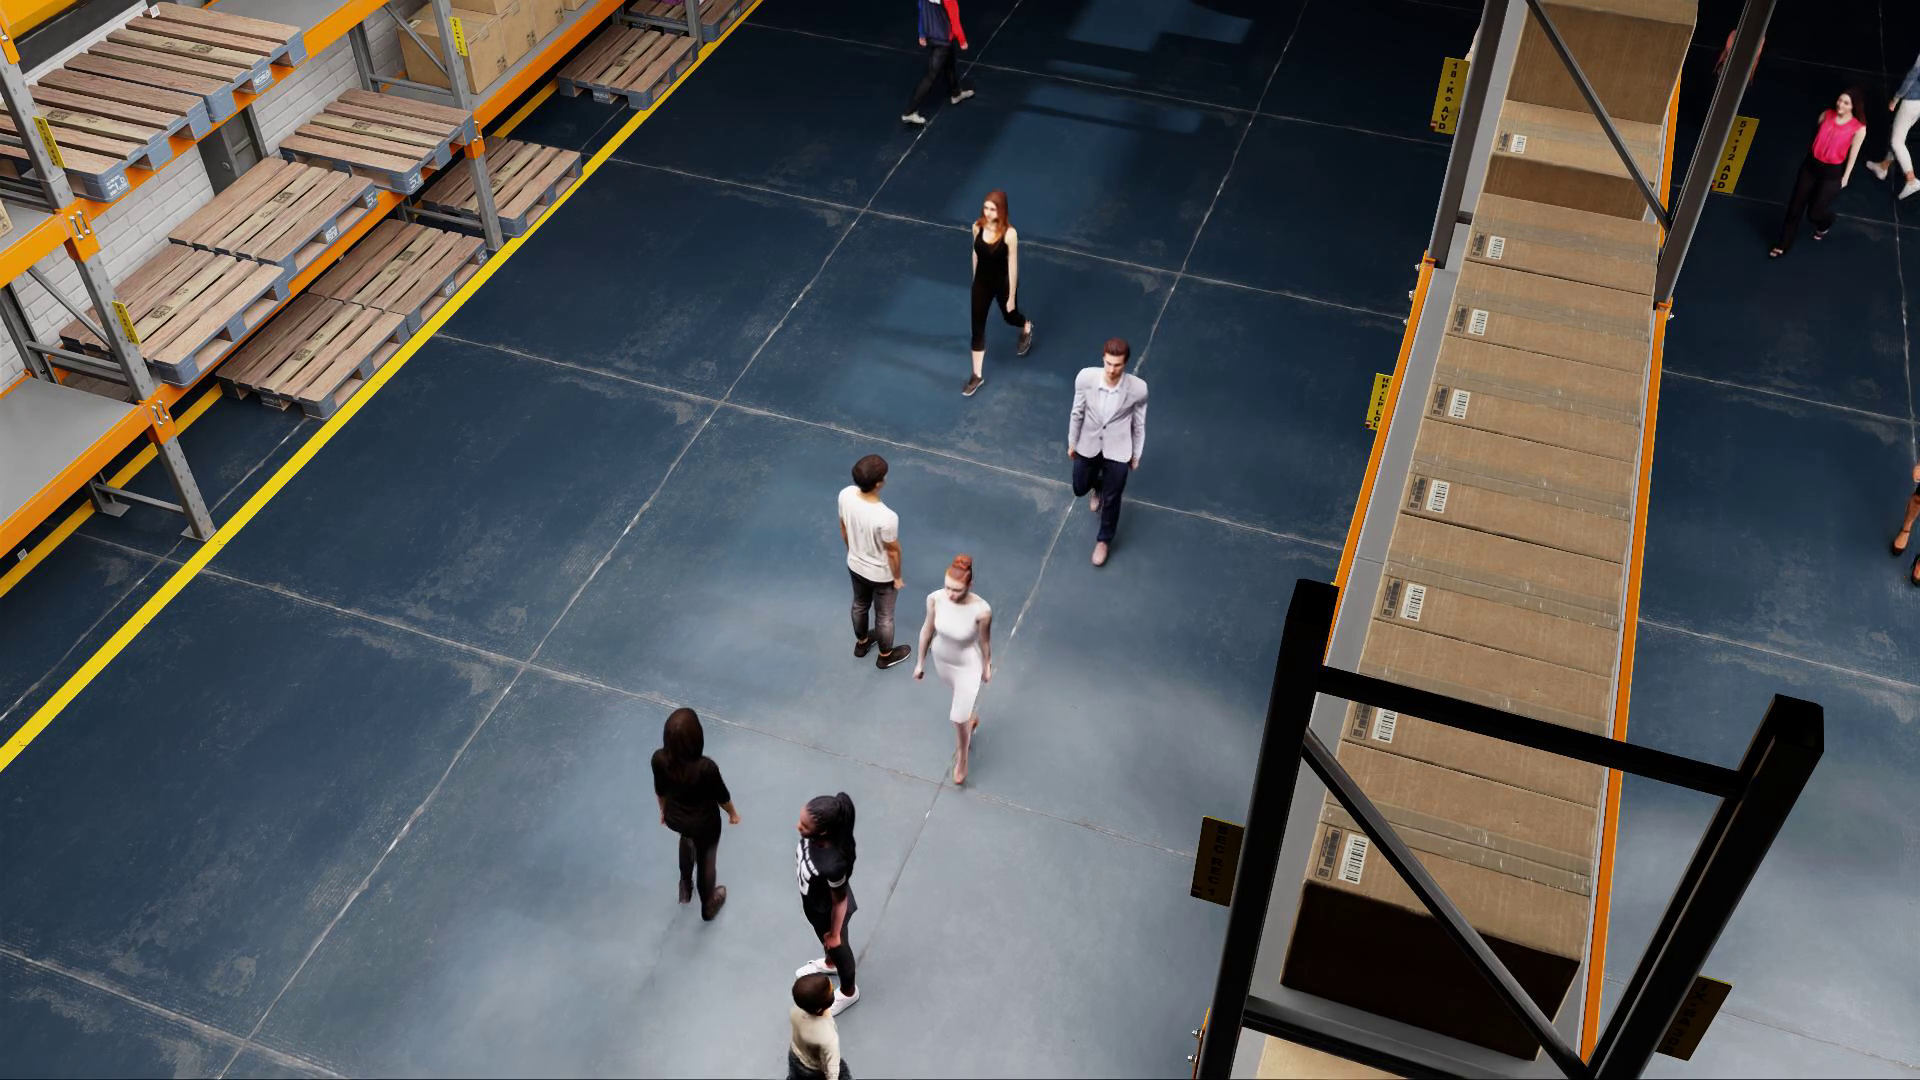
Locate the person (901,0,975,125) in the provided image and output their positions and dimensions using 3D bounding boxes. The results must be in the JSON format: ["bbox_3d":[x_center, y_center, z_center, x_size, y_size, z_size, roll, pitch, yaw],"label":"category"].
[{"bbox_3d":[-0.269,-4.811,15.956,1.245,1.717,1.097,-24,49,-23],"label":"person"}]

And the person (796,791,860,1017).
[{"bbox_3d":[-0.713,1.930,8.872,0.774,1.729,0.712,-17,46,-17],"label":"person"}]

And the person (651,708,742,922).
[{"bbox_3d":[-1.516,1.610,9.278,0.572,1.631,0.538,14,45,15],"label":"person"}]

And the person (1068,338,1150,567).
[{"bbox_3d":[1.027,-0.700,11.551,0.670,1.841,0.883,14,45,14],"label":"person"}]

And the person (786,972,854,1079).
[{"bbox_3d":[-0.788,2.627,8.346,1.048,1.444,0.891,-30,51,-28],"label":"person"}]

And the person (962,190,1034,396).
[{"bbox_3d":[0.336,-2.014,13.040,0.715,1.690,1.193,21,47,21],"label":"person"}]

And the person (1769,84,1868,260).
[{"bbox_3d":[7.438,-3.155,14.270,0.924,1.645,0.827,-25,49,-24],"label":"person"}]

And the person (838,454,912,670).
[{"bbox_3d":[-0.568,0.136,10.761,0.688,1.721,0.656,31,52,29],"label":"person"}]

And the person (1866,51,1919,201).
[{"bbox_3d":[8.691,-3.884,15.012,0.970,1.677,1.073,-13,45,-13],"label":"person"}]

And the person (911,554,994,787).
[{"bbox_3d":[0.040,0.694,10.133,0.649,1.779,0.746,22,48,21],"label":"person"}]
